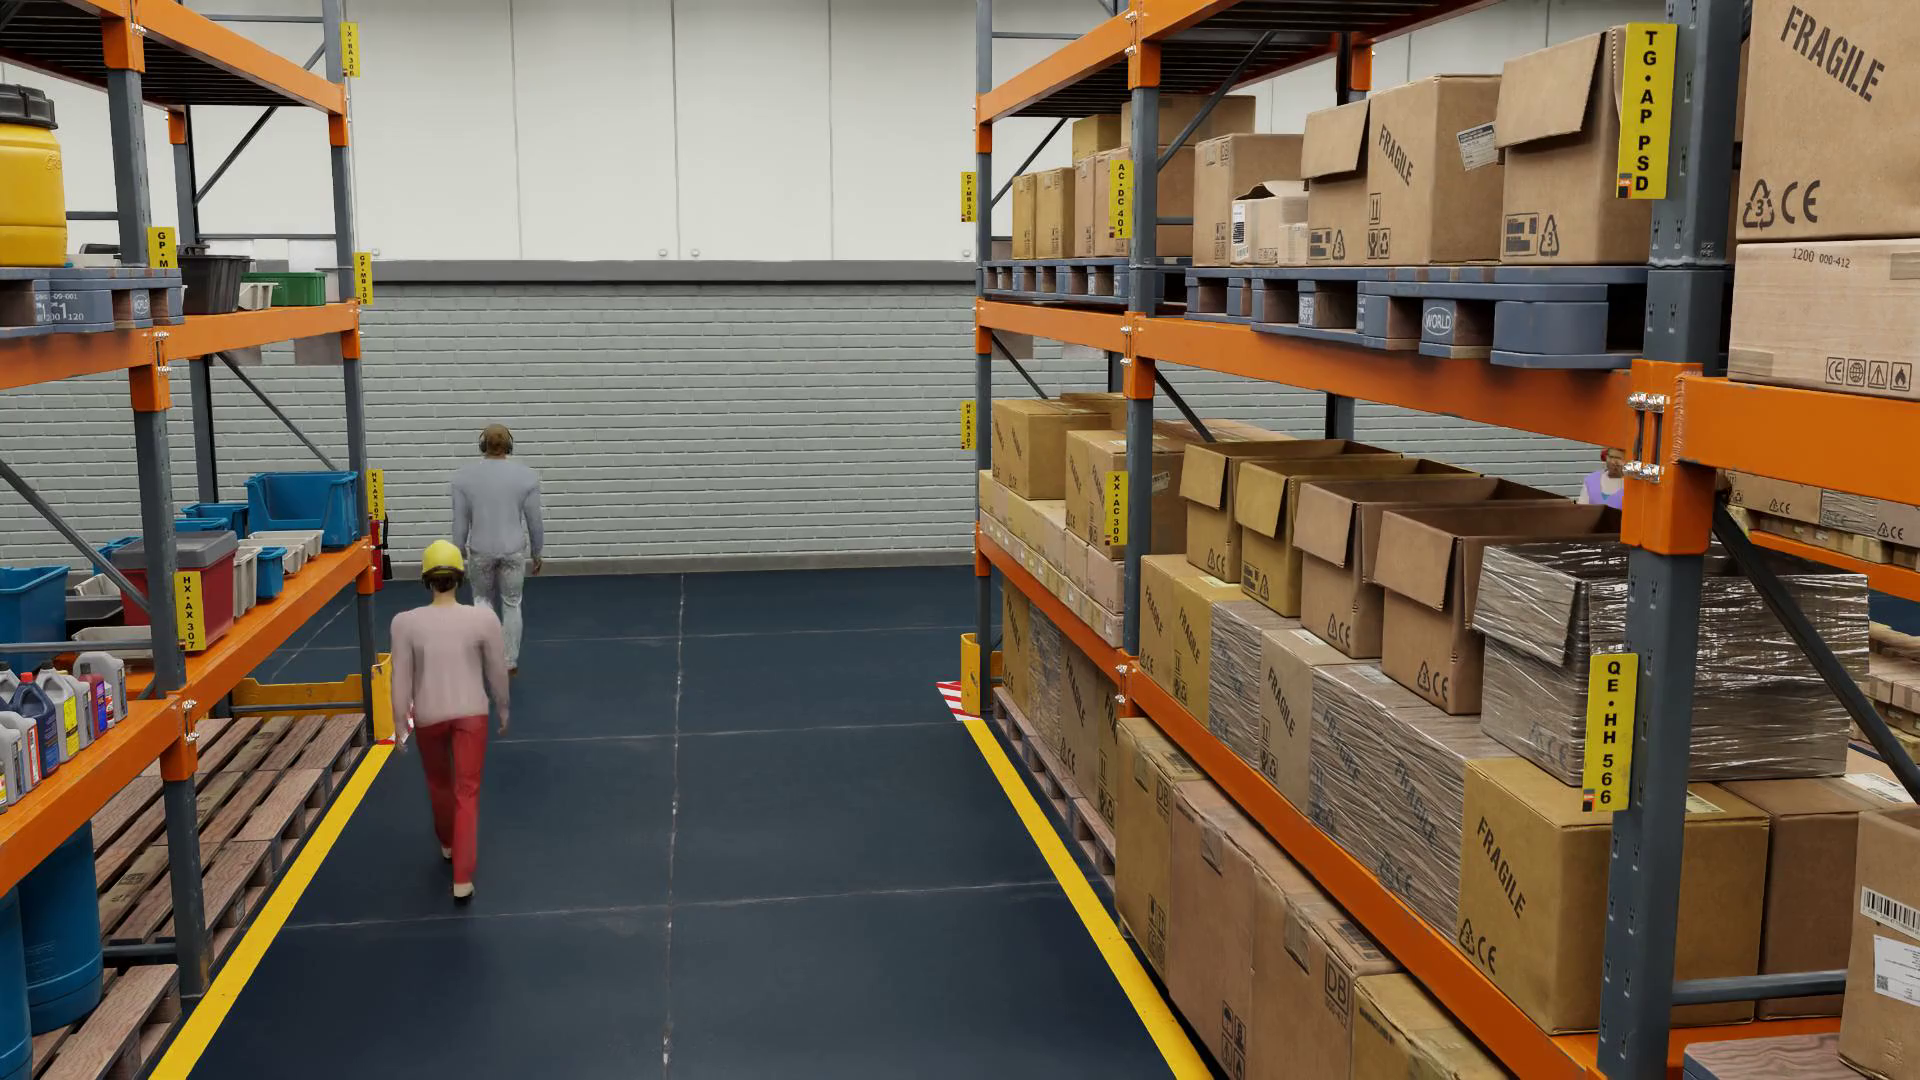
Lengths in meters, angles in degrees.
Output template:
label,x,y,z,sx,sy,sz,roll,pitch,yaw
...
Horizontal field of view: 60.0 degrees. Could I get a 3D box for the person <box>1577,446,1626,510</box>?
label,x,y,z,sx,sy,sz,roll,pitch,yaw
person,4.760,0.128,12.420,0.891,1.798,0.671,-4,10,-25

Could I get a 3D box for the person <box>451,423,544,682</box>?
label,x,y,z,sx,sy,sz,roll,pitch,yaw
person,-3.404,0.091,12.301,0.651,1.918,0.454,-2,10,-15

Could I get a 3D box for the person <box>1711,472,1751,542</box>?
label,x,y,z,sx,sy,sz,roll,pitch,yaw
person,4.523,0.503,10.051,0.662,1.821,0.673,-1,9,-9

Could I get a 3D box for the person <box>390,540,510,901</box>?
label,x,y,z,sx,sy,sz,roll,pitch,yaw
person,-2.505,0.853,8.214,0.544,1.713,0.902,-2,9,-12
